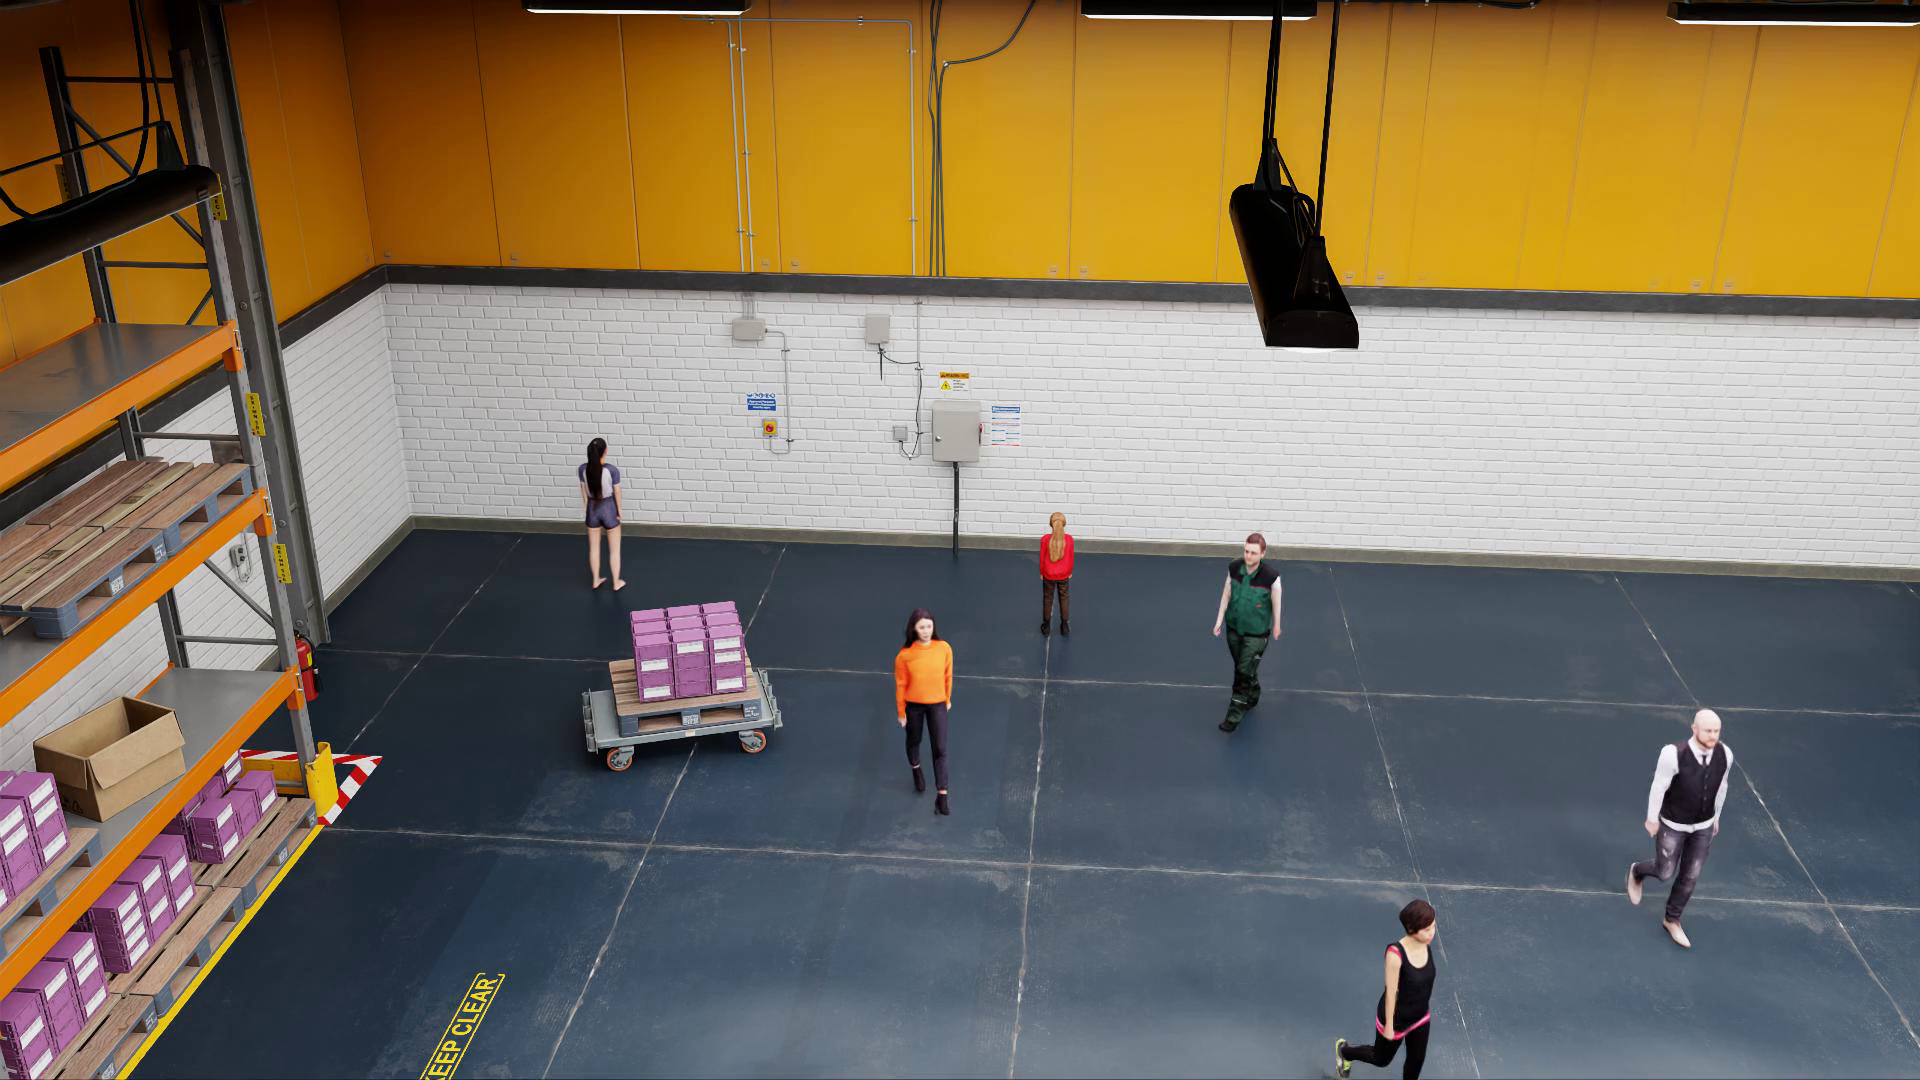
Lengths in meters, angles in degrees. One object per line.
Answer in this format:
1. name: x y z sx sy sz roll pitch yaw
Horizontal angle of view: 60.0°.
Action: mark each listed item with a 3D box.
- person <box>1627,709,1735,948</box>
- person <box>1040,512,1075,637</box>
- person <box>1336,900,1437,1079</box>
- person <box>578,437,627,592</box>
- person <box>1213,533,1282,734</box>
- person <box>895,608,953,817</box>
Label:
1. person: 5.111 1.978 11.816 0.816 1.811 0.969 -4 24 -9
2. person: 0.938 0.327 16.254 0.513 1.282 0.524 -2 24 -5
3. person: 2.650 2.847 10.172 0.873 1.536 0.973 -16 28 -32
4. person: -3.690 -0.265 17.153 0.591 1.646 0.507 3 24 7
5. person: 2.579 0.751 14.630 1.006 1.806 1.140 20 30 38
6. person: -0.313 1.319 13.447 0.846 1.712 1.147 -5 24 -12
